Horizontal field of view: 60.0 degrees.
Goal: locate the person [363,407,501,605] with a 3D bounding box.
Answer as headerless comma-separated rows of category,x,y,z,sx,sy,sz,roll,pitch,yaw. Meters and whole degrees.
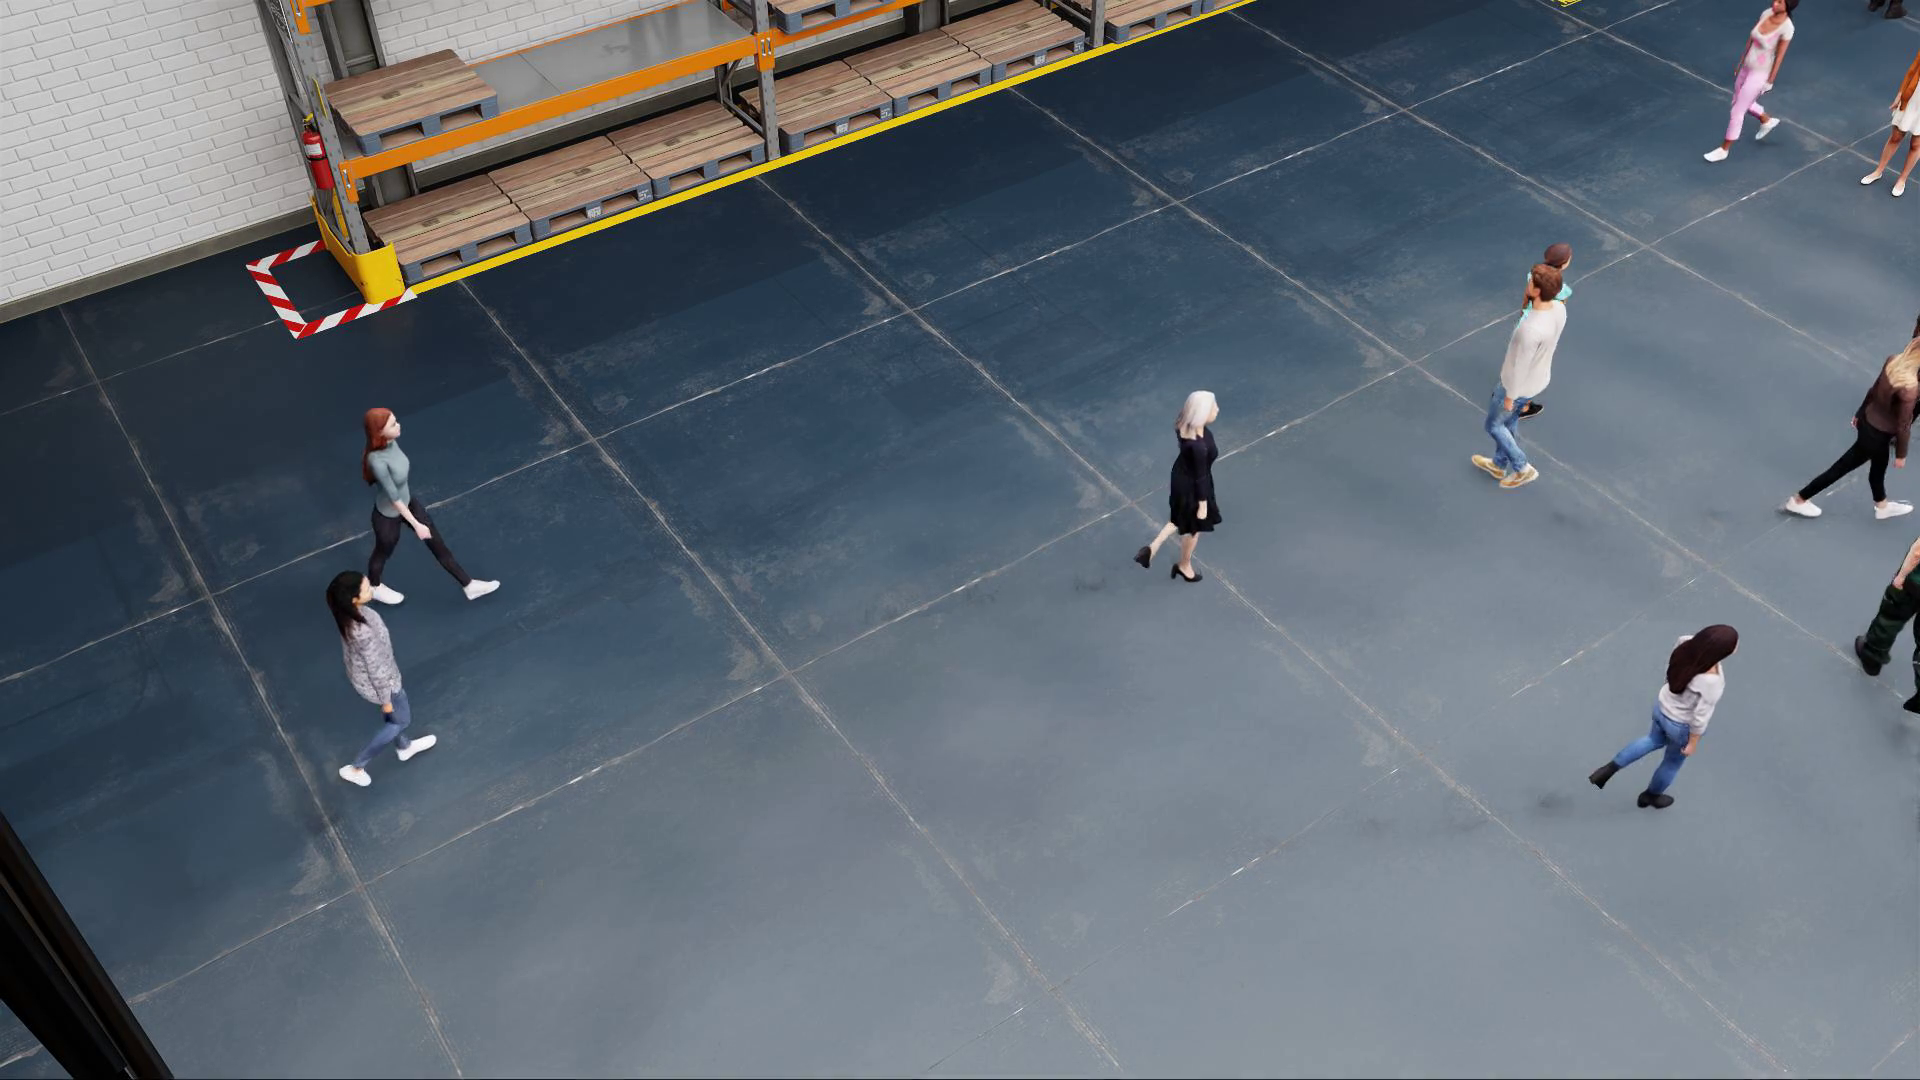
person,-3.864,-0.158,11.186,1.218,1.684,1.052,2,44,2

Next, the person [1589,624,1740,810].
person,4.209,1.076,9.942,0.926,1.614,0.806,-7,44,-7

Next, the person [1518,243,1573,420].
person,4.451,-1.626,12.818,0.526,1.558,0.535,-26,49,-25

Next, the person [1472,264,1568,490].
person,4.155,-1.114,12.050,0.821,1.876,0.794,31,52,29

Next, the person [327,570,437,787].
person,-3.625,0.869,10.086,0.893,1.715,0.679,-31,52,-28

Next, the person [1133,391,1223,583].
person,1.494,-0.325,11.328,0.926,1.730,0.812,-6,44,-7

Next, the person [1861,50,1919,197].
person,8.784,-3.978,15.171,0.612,1.720,0.659,-34,53,-30

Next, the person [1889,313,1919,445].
person,7.476,-1.504,12.503,1.005,1.818,0.795,-17,46,-17

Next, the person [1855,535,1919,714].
person,6.197,0.321,10.540,1.111,1.881,1.130,4,44,4

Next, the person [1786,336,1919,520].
person,6.418,-0.755,11.838,1.157,1.650,1.100,8,44,8

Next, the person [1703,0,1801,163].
person,7.525,-4.370,15.581,1.074,1.722,0.833,-9,44,-9
